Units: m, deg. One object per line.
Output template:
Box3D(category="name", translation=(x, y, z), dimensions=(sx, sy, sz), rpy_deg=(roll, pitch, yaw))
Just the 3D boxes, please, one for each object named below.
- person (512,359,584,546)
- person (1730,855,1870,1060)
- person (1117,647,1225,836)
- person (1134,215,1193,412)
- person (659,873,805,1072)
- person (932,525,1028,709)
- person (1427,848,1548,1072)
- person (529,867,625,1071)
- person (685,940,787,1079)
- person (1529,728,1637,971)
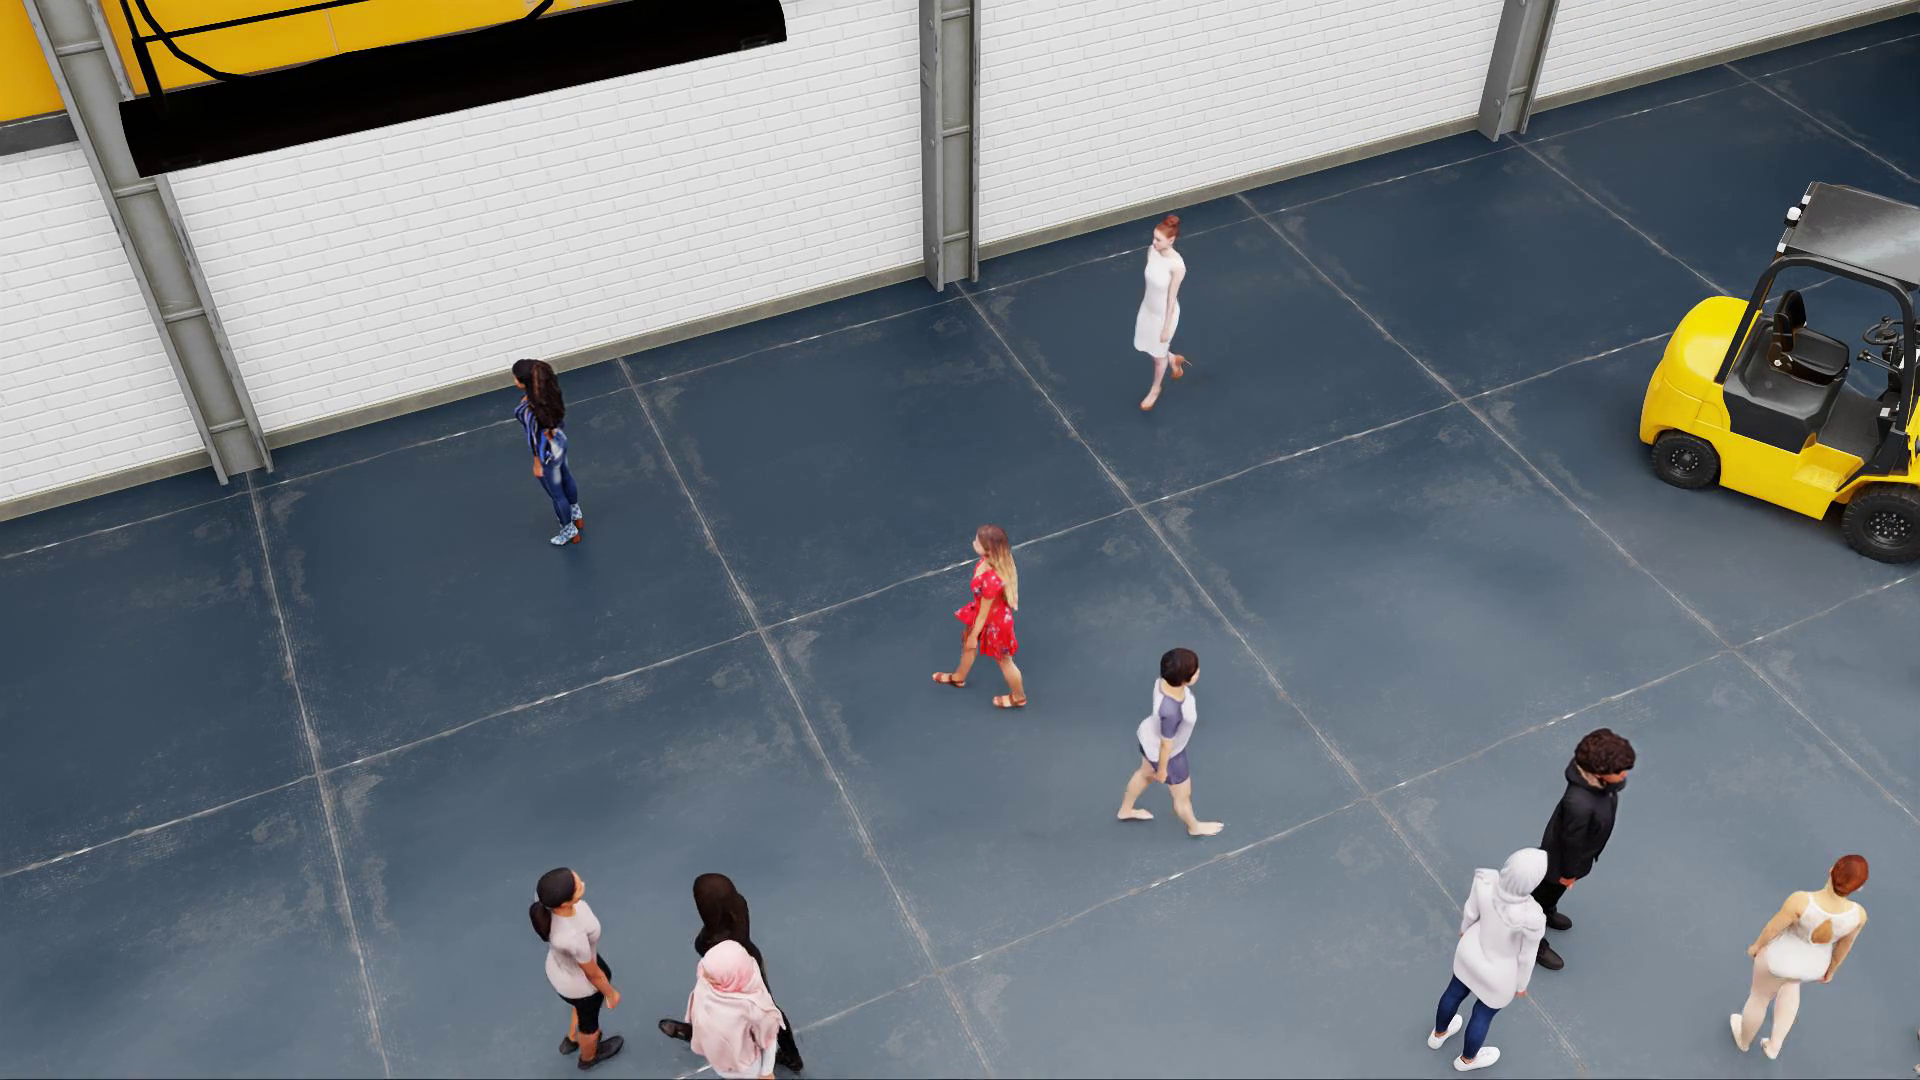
Box3D(category="person", translation=(-2.901, -0.630, 11.716), dimensions=(0.718, 1.617, 0.694), rpy_deg=(5, 44, 6))
Box3D(category="person", translation=(4.365, 2.257, 8.676), dimensions=(0.688, 1.631, 0.752), rpy_deg=(7, 44, 7))
Box3D(category="person", translation=(1.157, 1.207, 9.849), dimensions=(0.966, 1.534, 0.792), rpy_deg=(0, 44, 0))
Box3D(category="person", translation=(1.622, -1.746, 12.766), dimensions=(0.786, 1.785, 0.630), rpy_deg=(-24, 49, -23))
Box3D(category="person", translation=(-1.088, 2.299, 8.656), dimensions=(1.109, 1.598, 1.046), rpy_deg=(14, 45, 14))
Box3D(category="person", translation=(0.304, 0.520, 10.544), dimensions=(0.977, 1.569, 0.850), rpy_deg=(6, 44, 6))
Box3D(category="person", translation=(2.752, 2.183, 8.647), dimensions=(0.559, 1.777, 0.632), rpy_deg=(-23, 48, -23))
Box3D(category="person", translation=(-2.049, 2.279, 8.577), dimensions=(0.665, 1.736, 0.669), rpy_deg=(-28, 50, -26))
Box3D(category="person", translation=(-1.101, 2.517, 8.279), dimensions=(0.710, 1.802, 0.713), rpy_deg=(31, 52, 28))
Box3D(category="person", translation=(3.361, 1.674, 9.179), dimensions=(0.798, 1.781, 0.722), rpy_deg=(20, 47, 20))
